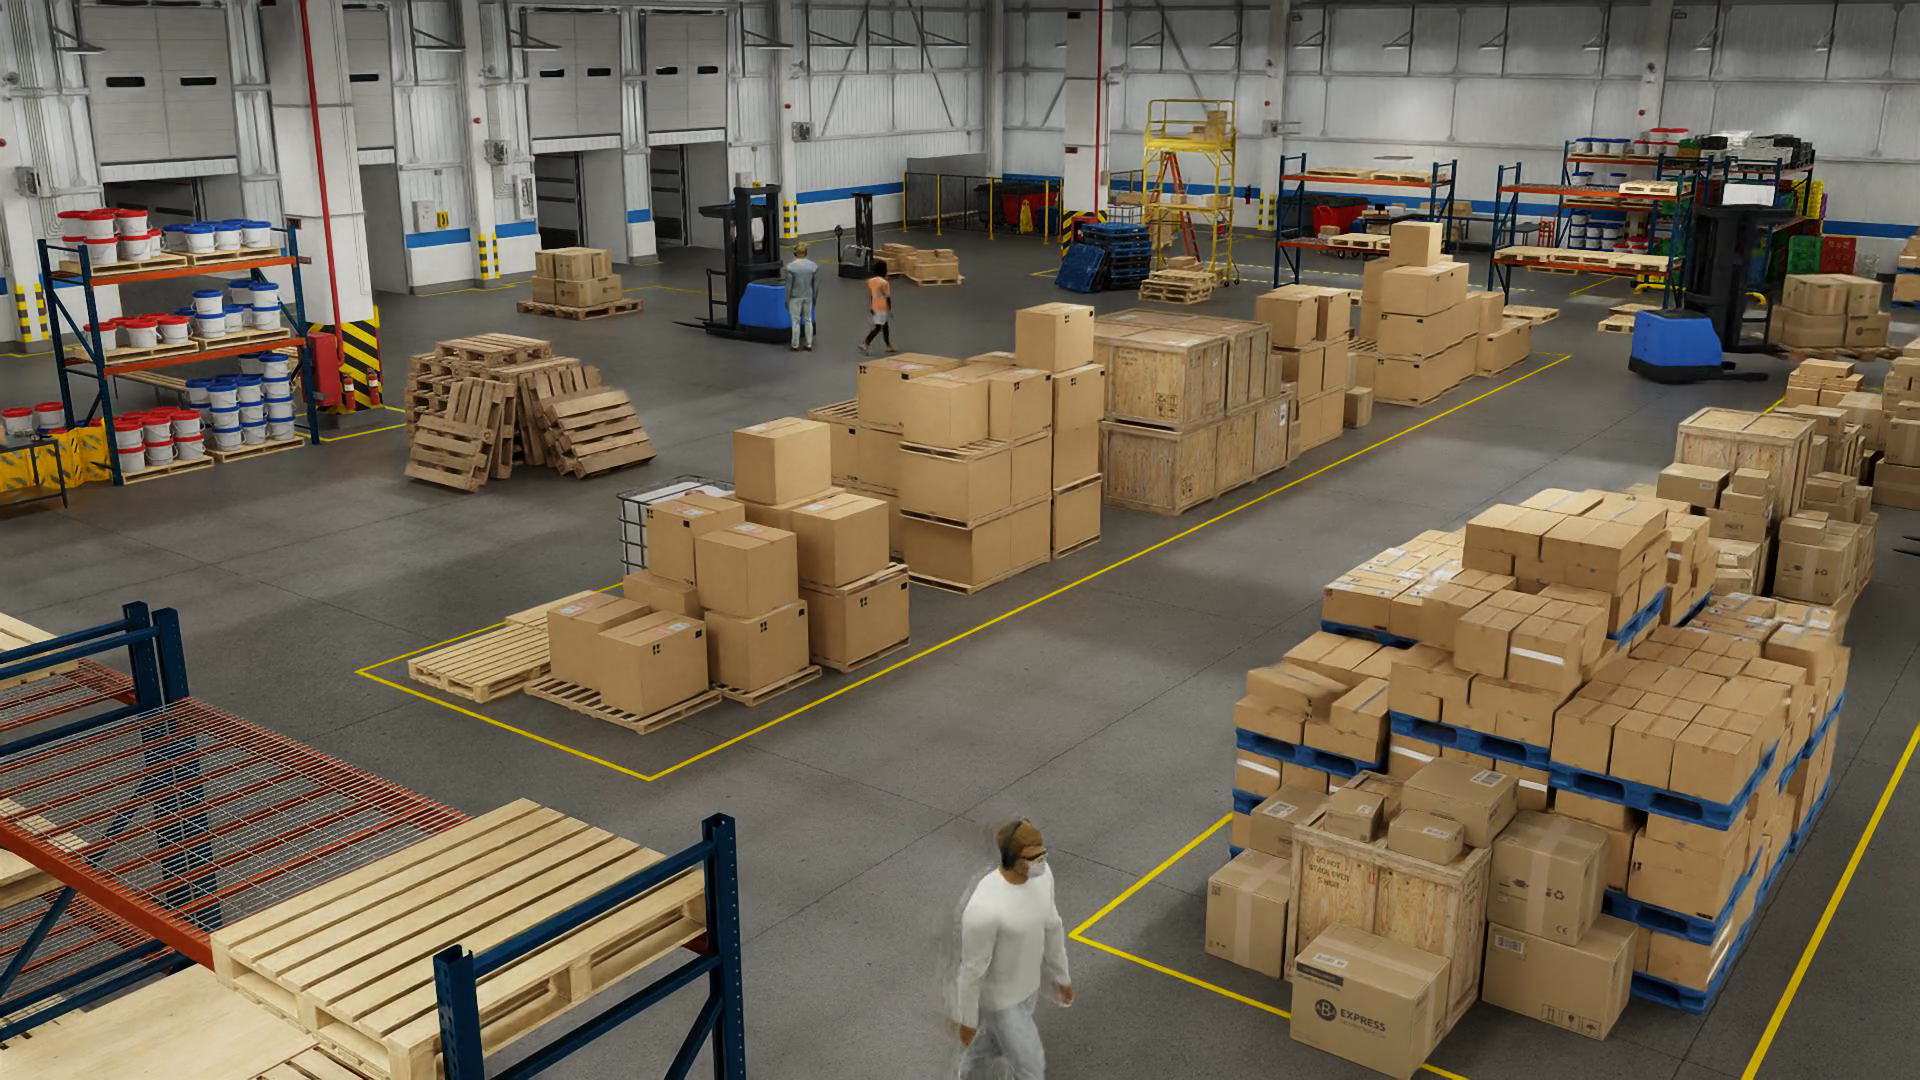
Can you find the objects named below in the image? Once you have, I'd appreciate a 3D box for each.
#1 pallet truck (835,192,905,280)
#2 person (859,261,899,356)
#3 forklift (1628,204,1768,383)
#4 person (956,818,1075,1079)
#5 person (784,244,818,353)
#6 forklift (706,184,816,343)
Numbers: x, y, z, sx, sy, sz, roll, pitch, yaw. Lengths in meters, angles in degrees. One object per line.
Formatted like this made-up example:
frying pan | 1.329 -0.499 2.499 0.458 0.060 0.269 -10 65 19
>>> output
pallet truck | -1.936 -7.159 38.982 1.885 1.965 0.823 -12 21 -34
person | -1.451 -4.104 29.436 0.821 1.664 0.537 -10 20 -31
forklift | 12.170 -4.037 27.142 1.873 2.768 1.129 -1 17 -5
person | 0.310 2.222 8.112 1.007 1.882 0.653 10 20 31
person | -2.824 -4.308 29.667 0.638 1.928 0.369 -9 19 -28
forklift | -3.717 -5.181 30.929 1.873 2.768 1.129 12 21 35
